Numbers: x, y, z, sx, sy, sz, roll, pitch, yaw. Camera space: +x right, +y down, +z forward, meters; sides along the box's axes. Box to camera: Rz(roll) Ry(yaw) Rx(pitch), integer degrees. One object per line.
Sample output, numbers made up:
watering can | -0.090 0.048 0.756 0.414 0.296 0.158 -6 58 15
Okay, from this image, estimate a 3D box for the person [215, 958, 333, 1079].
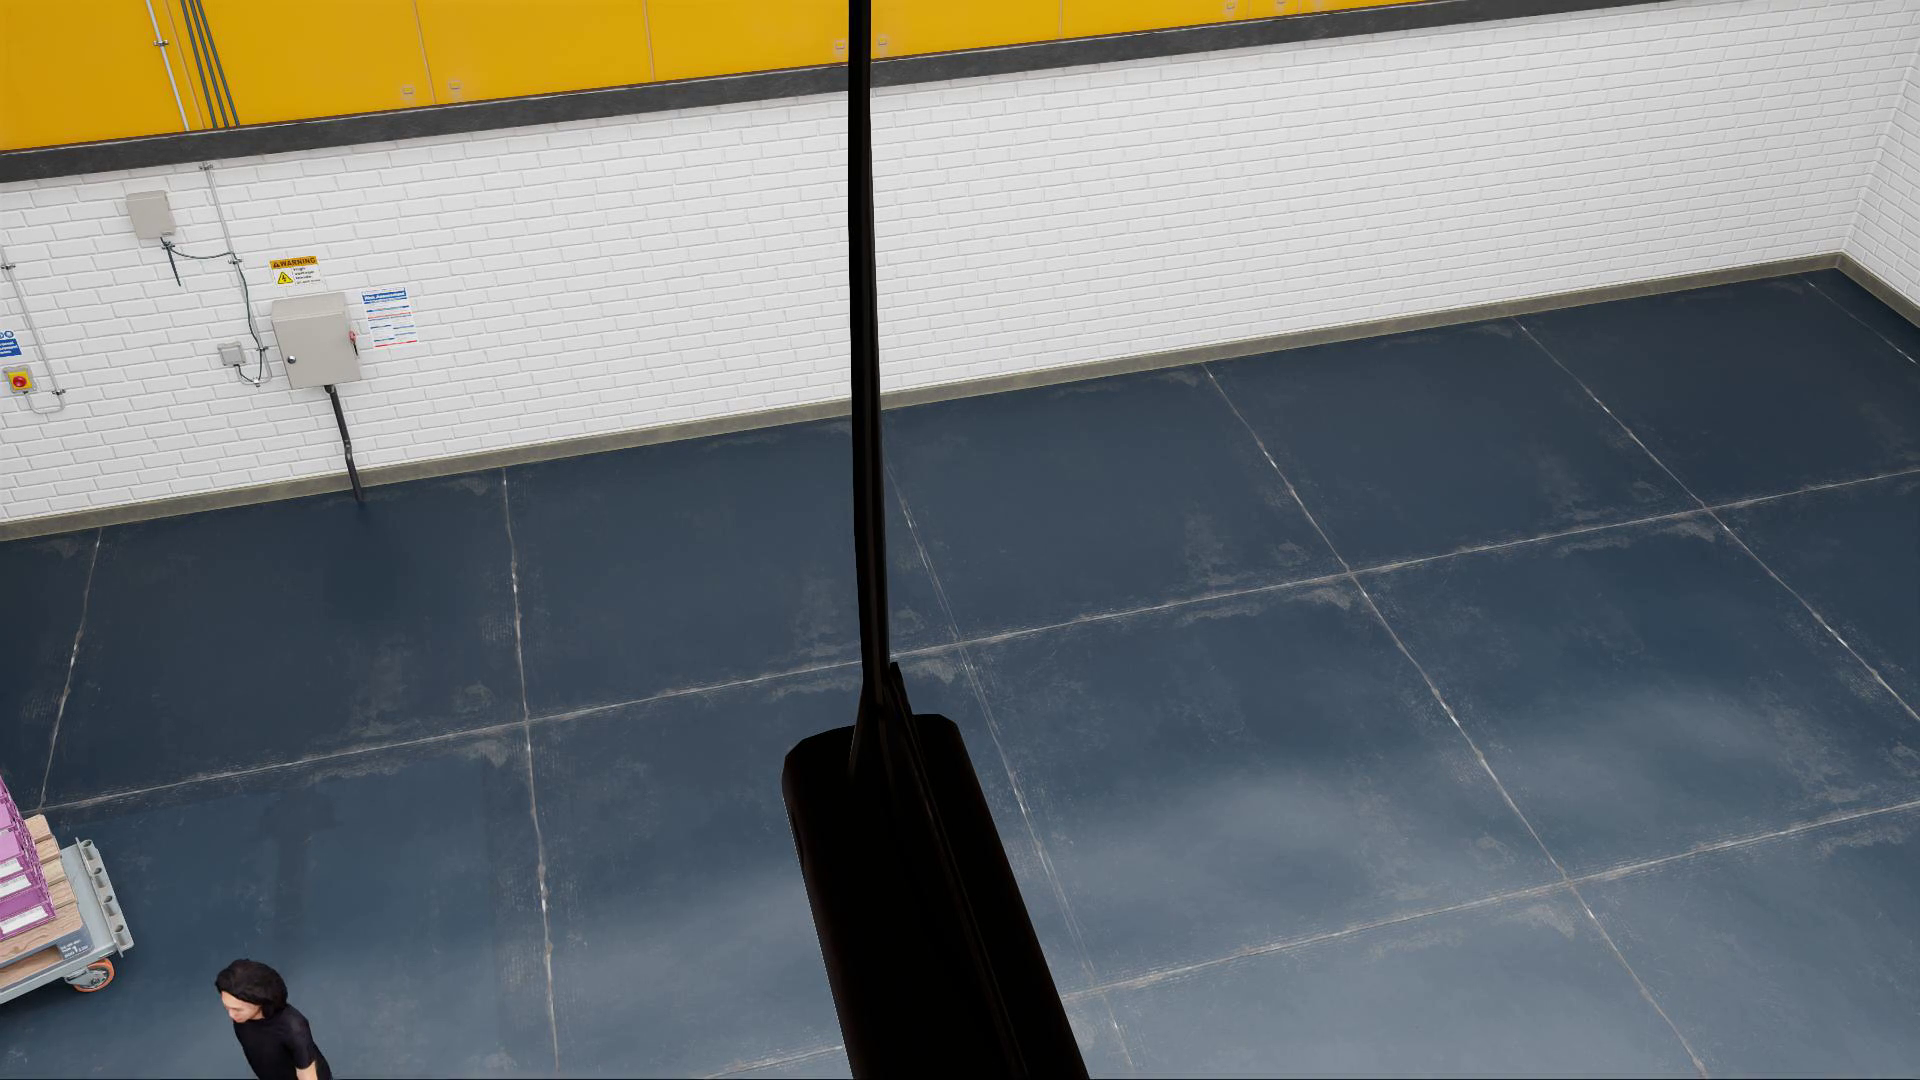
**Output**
person | -3.116 2.519 7.928 1.008 1.816 1.084 18 42 22
